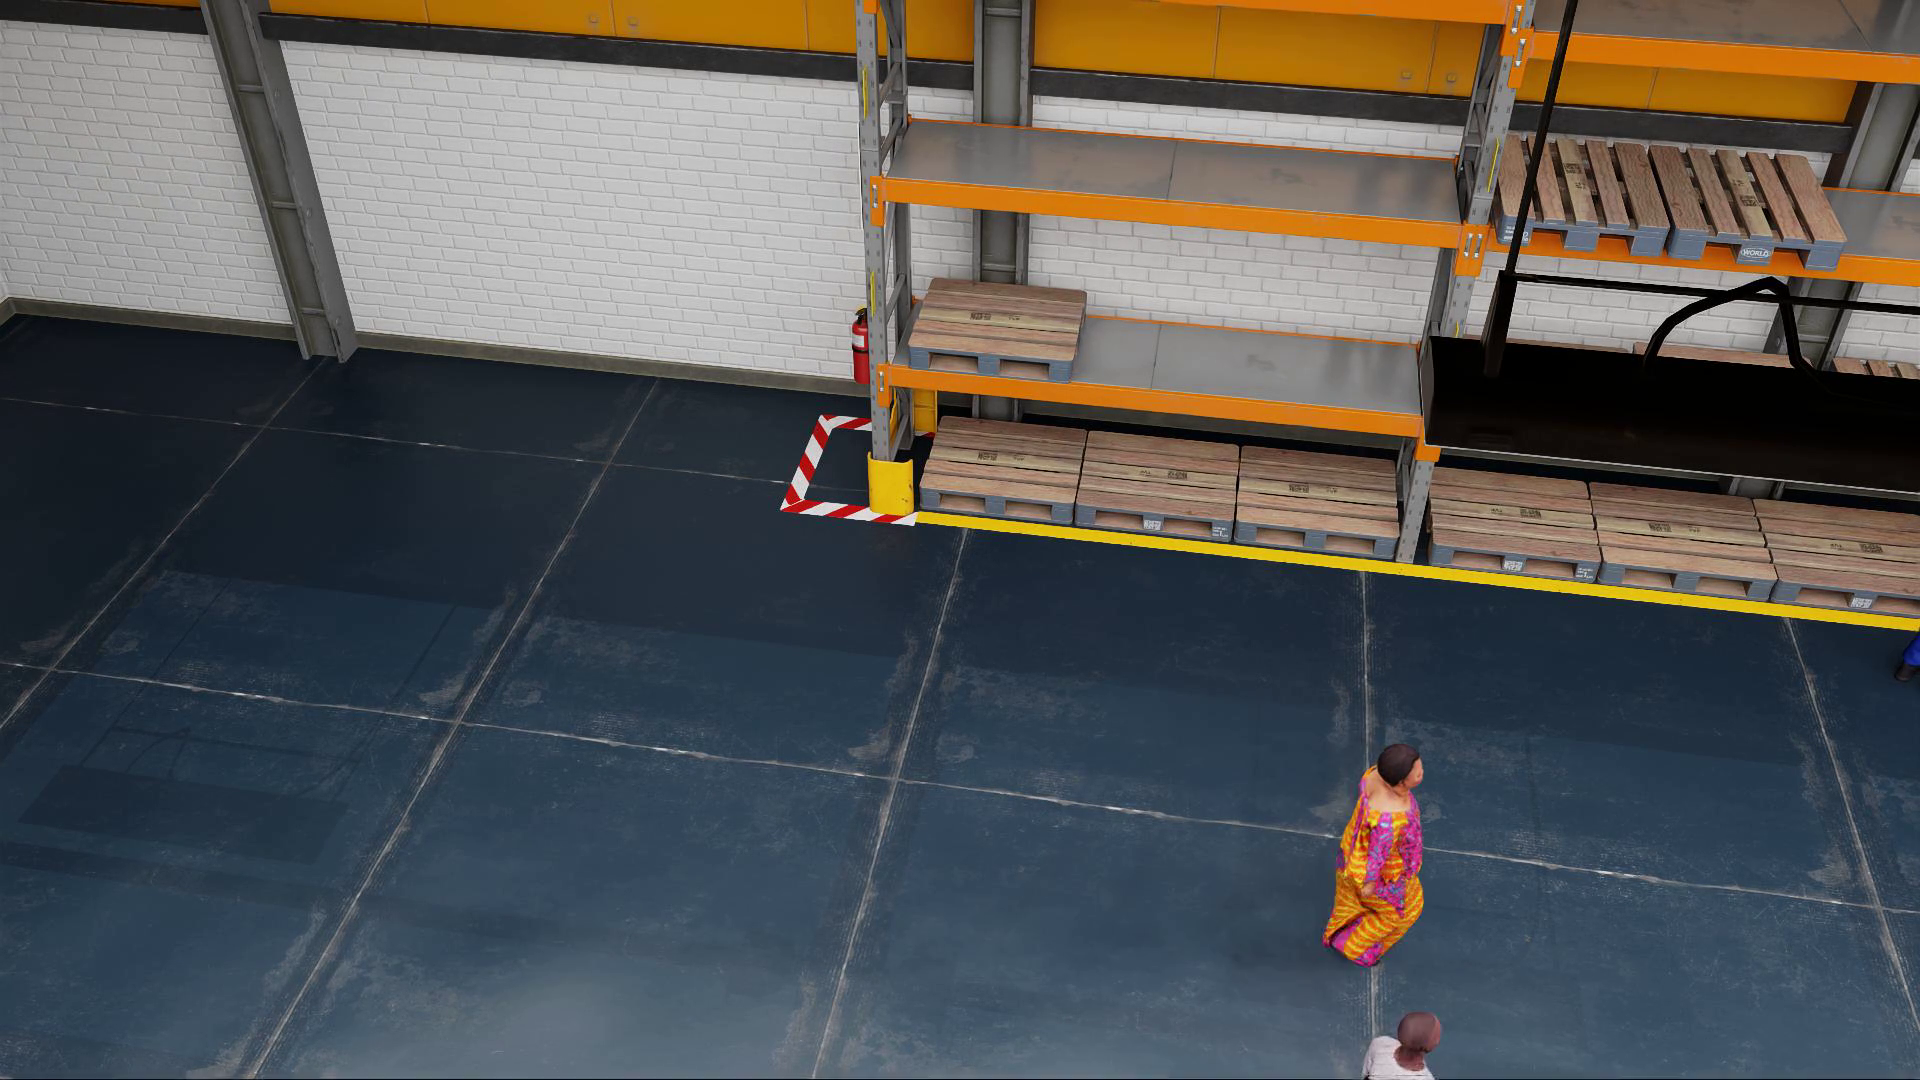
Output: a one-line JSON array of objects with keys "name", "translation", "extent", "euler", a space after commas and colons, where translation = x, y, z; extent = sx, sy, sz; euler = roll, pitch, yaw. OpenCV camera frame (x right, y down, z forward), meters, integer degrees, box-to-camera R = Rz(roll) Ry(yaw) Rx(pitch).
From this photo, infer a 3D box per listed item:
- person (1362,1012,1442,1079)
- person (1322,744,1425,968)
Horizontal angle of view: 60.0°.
[{"name": "person", "translation": [1.939, 2.831, 7.737], "extent": [1.202, 1.745, 1.026], "euler": [-16, 41, -19]}, {"name": "person", "translation": [2.250, 1.729, 9.186], "extent": [0.767, 1.658, 0.695], "euler": [1, 39, 1]}]
